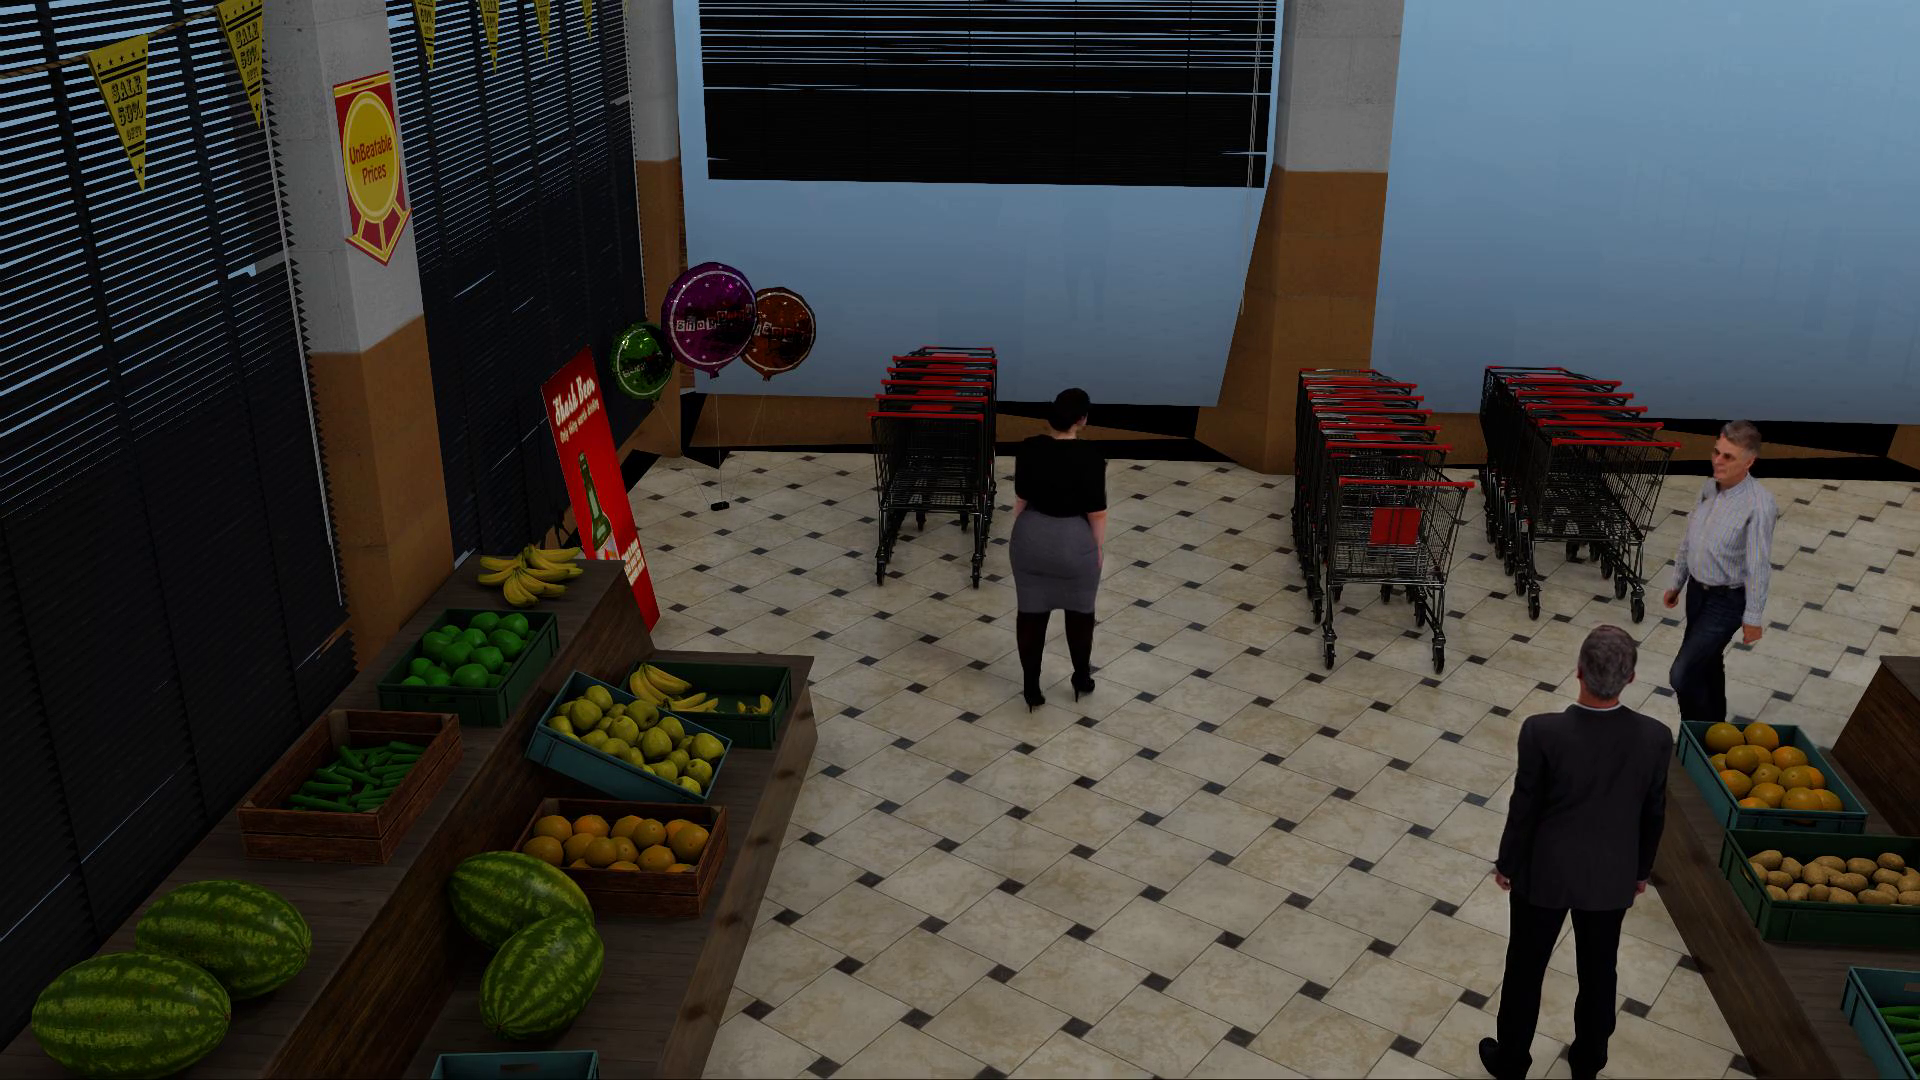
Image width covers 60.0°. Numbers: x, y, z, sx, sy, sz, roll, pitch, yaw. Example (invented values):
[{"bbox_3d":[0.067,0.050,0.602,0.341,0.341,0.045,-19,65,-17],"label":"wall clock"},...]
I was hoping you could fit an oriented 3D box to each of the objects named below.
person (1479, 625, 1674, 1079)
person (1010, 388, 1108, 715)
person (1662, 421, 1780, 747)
[{"bbox_3d":[2.151,1.137,5.824,0.705,1.842,0.591,1,22,3],"label":"person"},{"bbox_3d":[0.512,0.057,8.639,0.766,1.746,0.798,6,23,14],"label":"person"},{"bbox_3d":[3.740,0.273,8.026,0.811,1.802,0.692,-3,22,-8],"label":"person"}]
